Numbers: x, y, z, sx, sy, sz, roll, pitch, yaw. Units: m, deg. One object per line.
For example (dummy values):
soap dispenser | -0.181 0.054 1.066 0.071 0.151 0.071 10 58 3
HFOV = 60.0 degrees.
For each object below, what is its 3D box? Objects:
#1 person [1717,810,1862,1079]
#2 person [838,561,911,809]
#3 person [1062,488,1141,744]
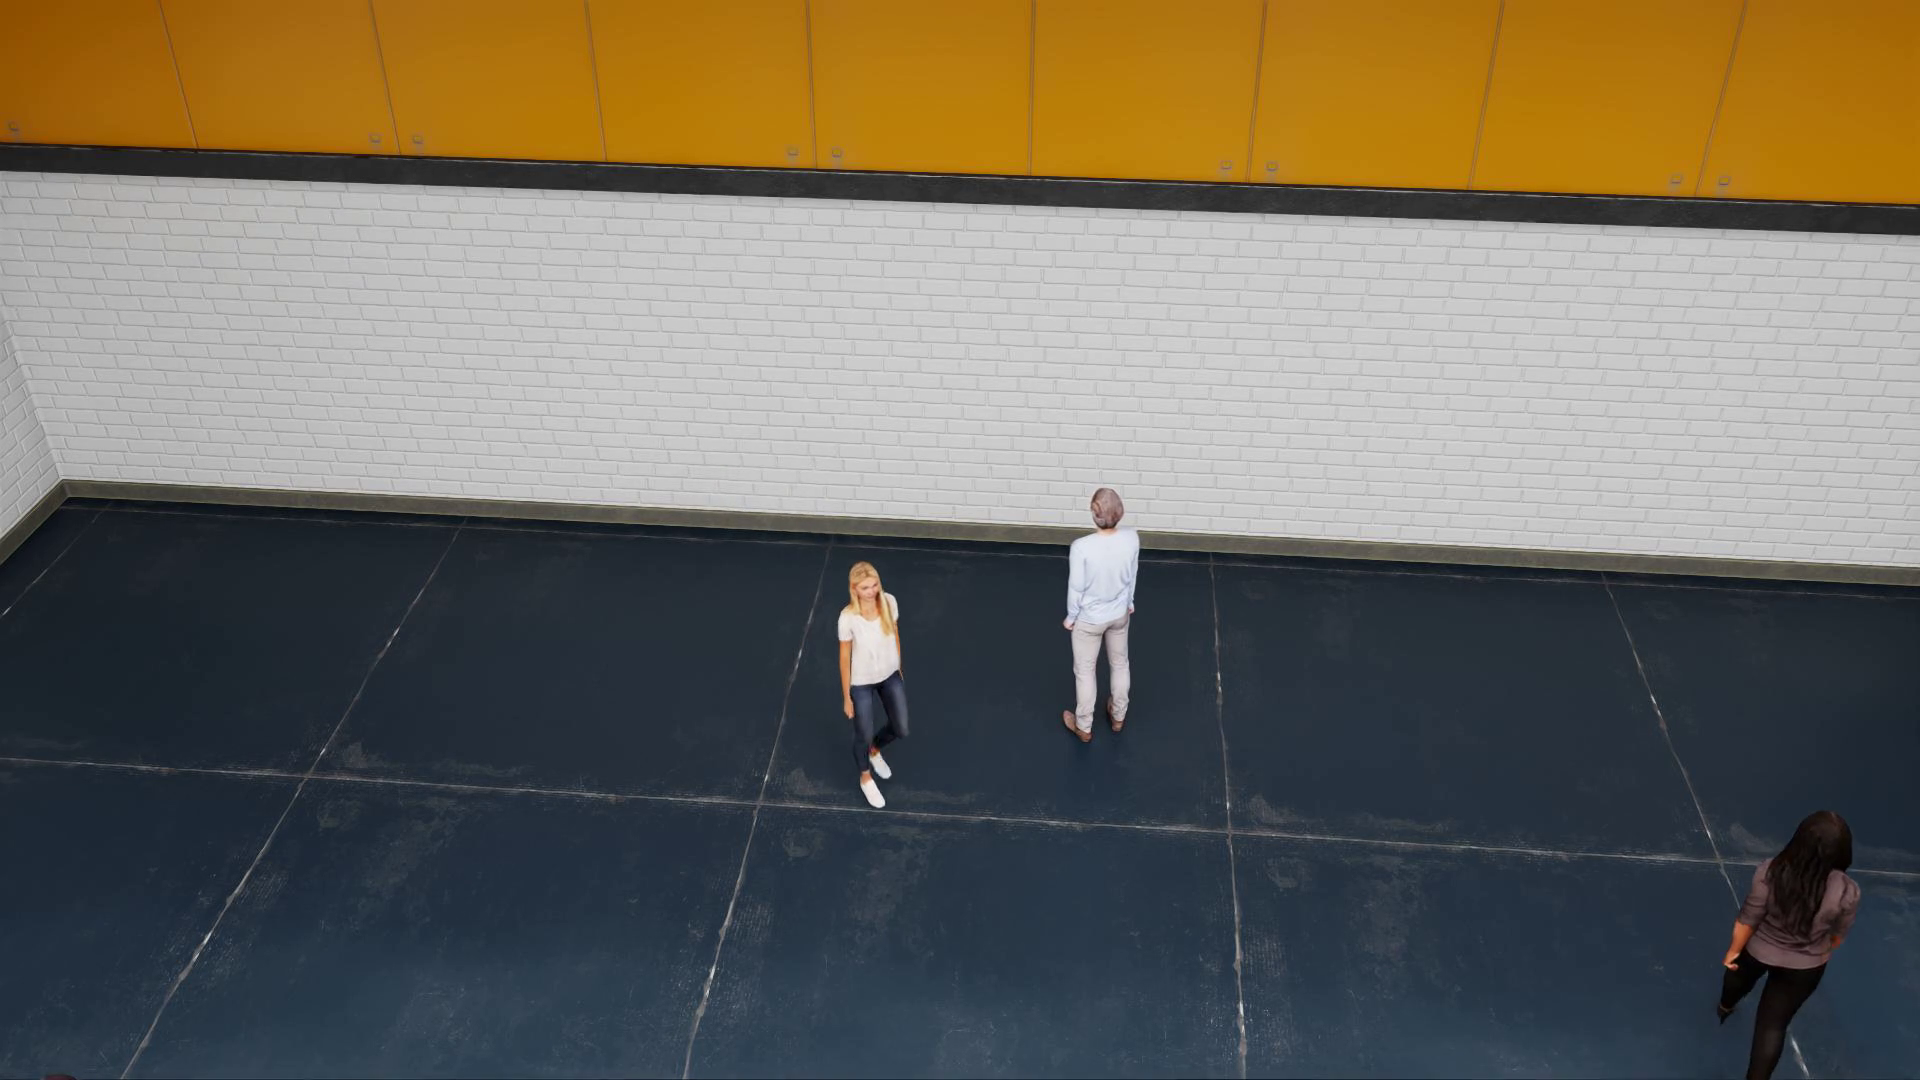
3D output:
person | 4.103 2.181 8.333 0.963 1.787 1.248 16 37 23
person | -0.592 0.848 10.328 0.767 1.798 0.822 -21 39 -28
person | 0.924 0.482 10.793 0.739 1.894 0.735 -12 35 -17
